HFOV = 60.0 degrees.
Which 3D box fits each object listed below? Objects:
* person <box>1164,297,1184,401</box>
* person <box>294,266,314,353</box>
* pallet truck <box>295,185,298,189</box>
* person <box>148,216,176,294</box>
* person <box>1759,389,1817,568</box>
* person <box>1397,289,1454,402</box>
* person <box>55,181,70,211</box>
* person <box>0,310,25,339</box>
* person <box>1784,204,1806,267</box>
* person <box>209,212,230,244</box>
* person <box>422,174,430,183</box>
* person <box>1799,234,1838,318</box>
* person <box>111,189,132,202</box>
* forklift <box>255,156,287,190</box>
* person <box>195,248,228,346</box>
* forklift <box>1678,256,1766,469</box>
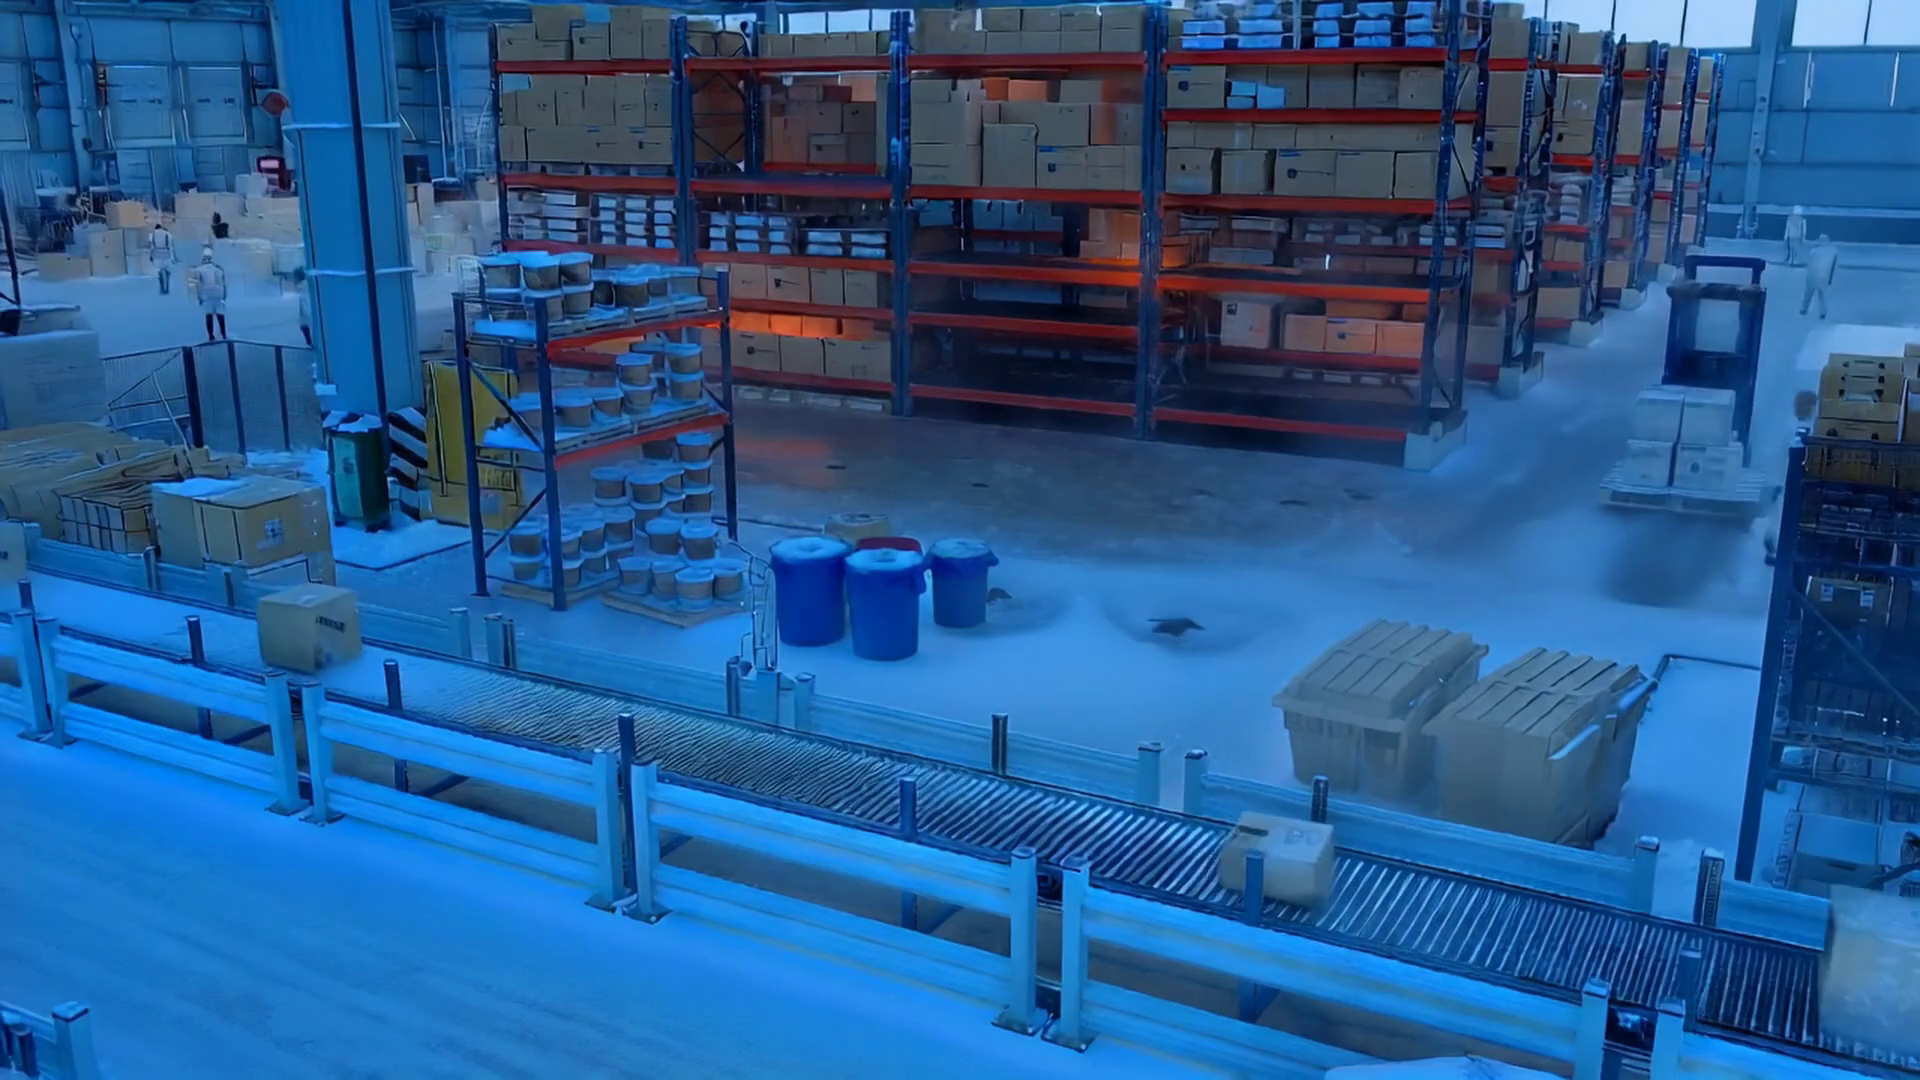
[{"bbox_3d":[3.475,-3.114,27.073,0.318,1.697,0.533,-3,15,-11],"label":"person"},{"bbox_3d":[-12.555,-4.431,32.047,0.505,1.687,0.535,-2,15,-6],"label":"person"},{"bbox_3d":[-26.804,-14.617,69.738,1.885,1.965,0.823,-14,20,-42],"label":"pallet truck"},{"bbox_3d":[-20.145,-7.208,42.038,0.581,1.908,0.785,-5,16,-19],"label":"person"},{"bbox_3d":[8.644,-0.627,17.296,0.641,1.926,0.444,-9,17,-30],"label":"person"},{"bbox_3d":[7.602,-3.145,26.866,0.960,1.859,0.670,5,16,17],"label":"person"},{"bbox_3d":[-31.886,-11.765,59.130,0.368,1.939,0.633,3,15,10],"label":"person"},{"bbox_3d":[-13.115,-2.209,23.013,0.995,2.000,0.689,-12,19,-38],"label":"person"},{"bbox_3d":[24.323,-8.854,48.392,0.432,1.839,0.634,-4,16,-16],"label":"person"},{"bbox_3d":[-19.478,-7.691,43.901,0.412,1.904,0.603,6,16,23],"label":"person"},{"bbox_3d":[-21.110,-13.557,66.007,0.380,1.882,0.599,5,16,18],"label":"person"},{"bbox_3d":[19.311,-5.926,37.357,0.653,1.854,1.018,1,15,6],"label":"person"},{"bbox_3d":[-27.696,-10.672,55.105,0.647,1.887,1.040,-8,17,-27],"label":"person"},{"bbox_3d":[-24.235,-12.131,58.703,1.129,2.768,1.873,0,15,0],"label":"forklift"},{"bbox_3d":[-14.865,-4.834,33.074,0.542,1.939,0.361,-5,16,-20],"label":"person"},{"bbox_3d":[9.835,-2.290,21.707,1.129,2.768,1.873,8,17,28],"label":"forklift"}]
